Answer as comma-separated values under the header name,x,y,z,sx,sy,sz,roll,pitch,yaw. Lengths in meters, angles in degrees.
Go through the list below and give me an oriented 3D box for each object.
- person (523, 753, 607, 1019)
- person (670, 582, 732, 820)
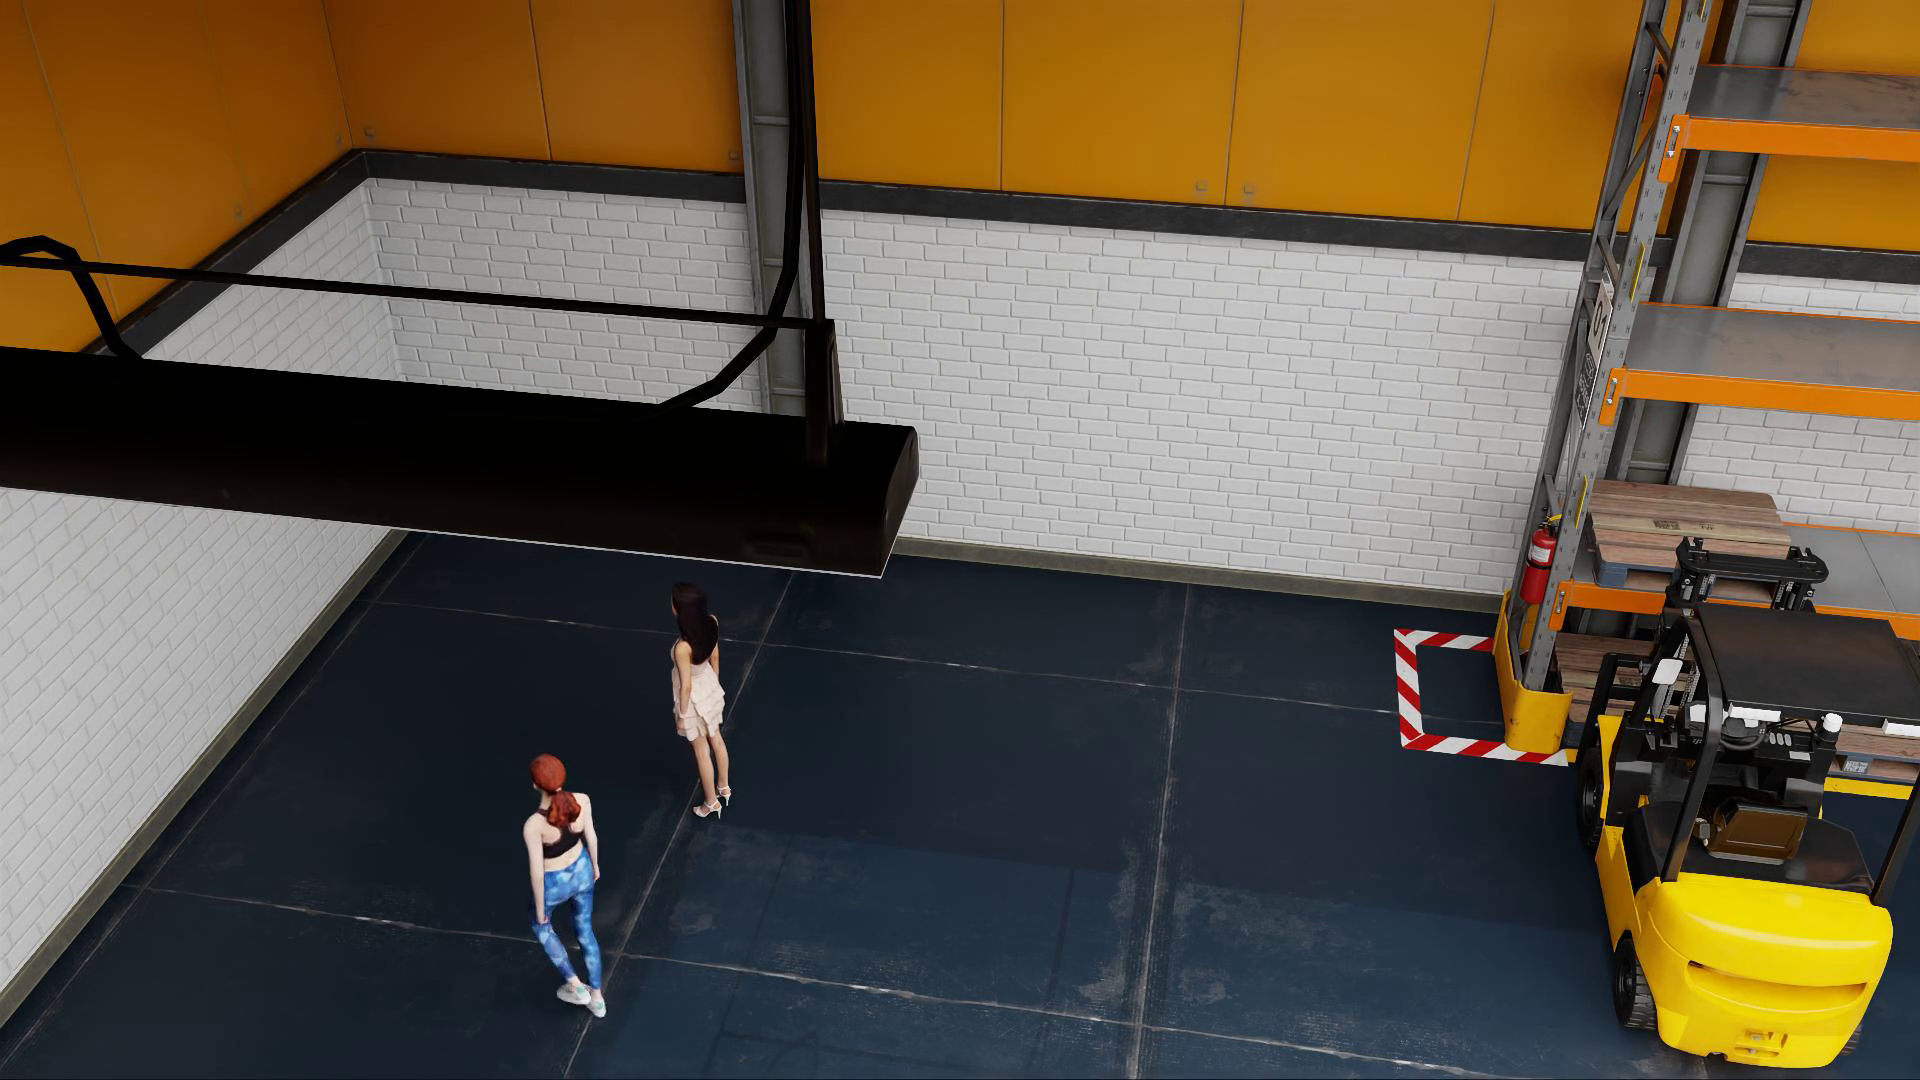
name,x,y,z,sx,sy,sz,roll,pitch,yaw
person,-2.023,1.885,8.744,0.738,1.775,0.796,-28,43,-35
person,-1.578,0.985,10.124,0.602,1.736,0.632,15,36,21
